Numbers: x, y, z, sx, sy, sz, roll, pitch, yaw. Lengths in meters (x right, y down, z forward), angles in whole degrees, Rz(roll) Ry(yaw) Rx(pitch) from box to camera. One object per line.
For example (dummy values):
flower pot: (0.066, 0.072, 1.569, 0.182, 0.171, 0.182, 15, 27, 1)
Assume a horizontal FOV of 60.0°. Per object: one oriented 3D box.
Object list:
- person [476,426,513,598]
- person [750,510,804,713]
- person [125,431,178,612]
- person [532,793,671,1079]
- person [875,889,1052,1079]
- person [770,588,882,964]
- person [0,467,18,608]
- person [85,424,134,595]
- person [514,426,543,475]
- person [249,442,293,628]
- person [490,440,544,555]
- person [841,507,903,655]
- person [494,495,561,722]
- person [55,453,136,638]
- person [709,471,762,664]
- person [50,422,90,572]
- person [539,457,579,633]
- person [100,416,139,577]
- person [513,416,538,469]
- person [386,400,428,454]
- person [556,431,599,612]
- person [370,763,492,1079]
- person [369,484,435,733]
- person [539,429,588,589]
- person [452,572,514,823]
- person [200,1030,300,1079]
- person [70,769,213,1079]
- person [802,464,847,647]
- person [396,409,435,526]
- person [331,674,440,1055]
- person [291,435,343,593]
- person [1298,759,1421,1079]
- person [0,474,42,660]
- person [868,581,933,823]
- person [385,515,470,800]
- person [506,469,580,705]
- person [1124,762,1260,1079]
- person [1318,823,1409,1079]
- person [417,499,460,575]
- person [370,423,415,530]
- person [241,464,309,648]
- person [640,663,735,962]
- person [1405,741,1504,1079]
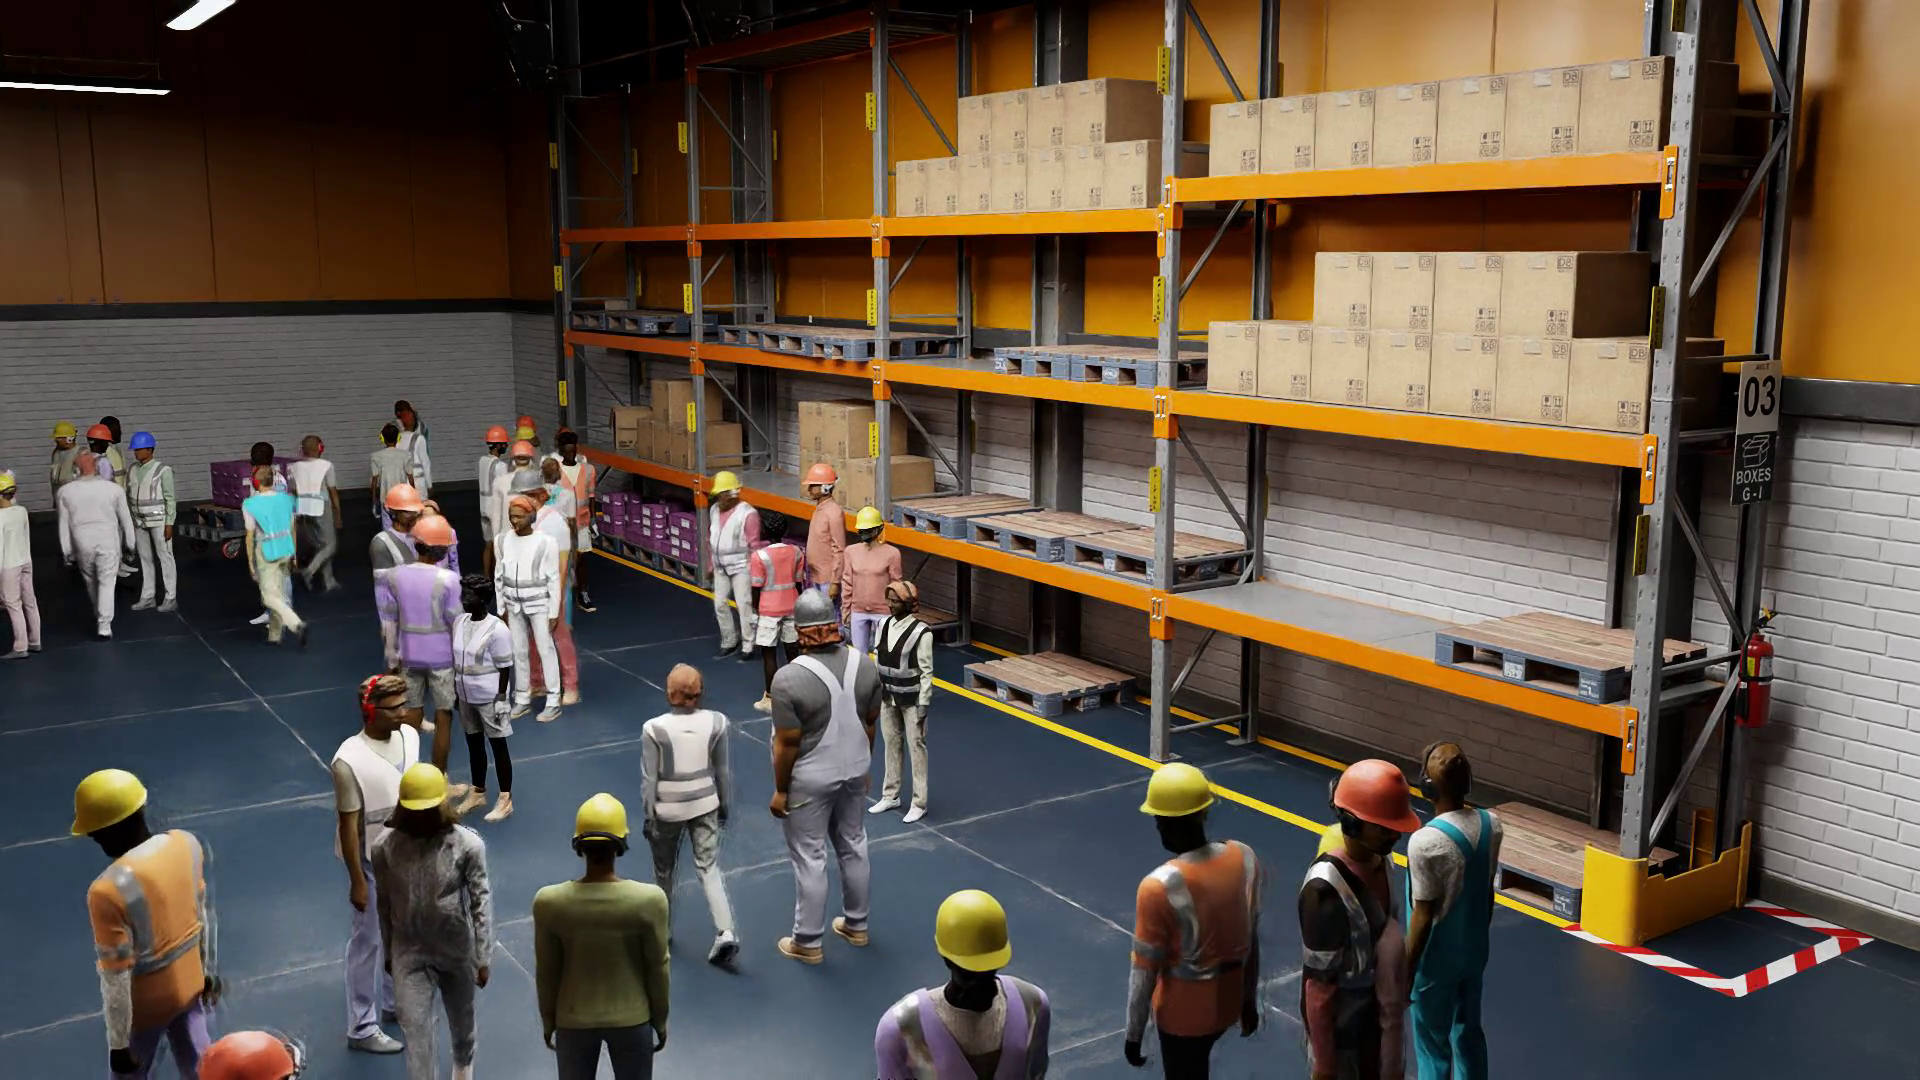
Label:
person: (-5.163, -0.312, 18.594, 0.381, 1.934, 0.546, -9, 13, -43)
person: (-1.529, 0.597, 13.946, 0.536, 1.693, 0.319, -9, 13, -43)
person: (-8.686, -0.198, 17.853, 0.605, 1.948, 0.391, 3, 10, 16)
person: (-1.376, 1.842, 6.438, 0.516, 1.758, 0.336, -1, 10, -6)
person: (0.030, 1.984, 5.106, 0.590, 1.926, 0.388, -5, 11, -25)
person: (-0.784, 1.257, 9.038, 0.684, 2.000, 0.536, -8, 13, -41)
person: (-10.415, -0.147, 17.807, 0.588, 1.865, 0.662, -2, 10, -14)
person: (-9.649, -0.339, 18.737, 0.542, 1.929, 0.368, 5, 11, 29)
person: (-5.297, -0.563, 20.659, 0.390, 1.728, 0.538, 0, 10, 2)
person: (-7.097, -0.058, 17.121, 0.591, 1.918, 0.392, 8, 13, 41)
person: (-4.399, -0.019, 16.761, 0.641, 1.960, 0.762, -3, 10, -17)
person: (-0.732, 0.599, 13.707, 0.534, 1.767, 0.319, 3, 10, 17)
person: (-3.529, 0.562, 13.623, 0.570, 1.877, 0.354, 3, 10, 17)
person: (-8.683, 0.043, 16.763, 0.671, 1.842, 1.062, -4, 10, -20)
person: (-2.123, 0.248, 15.591, 0.614, 1.828, 0.404, 7, 12, 35)
person: (-10.743, -0.525, 20.120, 0.600, 1.826, 0.404, 3, 10, 15)
person: (-4.067, 0.082, 16.576, 0.544, 1.817, 0.683, -1, 10, -7)
person: (-10.112, -0.522, 19.838, 0.375, 1.917, 0.598, -2, 10, -9)
person: (-5.605, -0.737, 21.584, 0.335, 1.749, 0.575, 0, 10, -1)
person: (-7.631, -1.008, 22.917, 0.429, 1.842, 0.630, 8, 13, 40)
person: (-4.150, -0.189, 17.748, 0.609, 1.965, 0.362, -6, 12, -33)
person: (-2.270, 1.742, 7.218, 0.496, 1.698, 0.897, -2, 10, -10)
person: (-4.339, 0.567, 13.086, 0.390, 2.040, 0.614, 3, 10, 17)
person: (-4.597, -0.389, 19.341, 0.589, 1.832, 1.026, -6, 11, -32)
person: (-3.233, 1.055, 11.233, 0.535, 1.697, 0.318, 6, 11, 32)
person: (-1.823, 2.165, 4.628, 0.583, 1.721, 0.407, 1, 10, 5)
person: (-3.116, 1.774, 6.527, 0.907, 1.872, 0.635, 2, 10, 13)
person: (-1.194, 0.314, 14.705, 0.386, 1.992, 0.625, -4, 10, -20)
person: (-6.966, -0.724, 21.149, 0.610, 1.879, 0.498, 6, 11, 31)
person: (-2.795, 1.535, 8.018, 0.387, 1.835, 0.562, 3, 10, 15)
person: (-7.242, -0.269, 18.672, 0.618, 1.805, 0.652, 4, 10, 20)
person: (1.454, 1.770, 6.083, 0.409, 2.028, 0.617, 7, 12, 34)
person: (-8.989, 0.253, 15.737, 0.331, 1.768, 0.526, 1, 10, 4)
person: (-0.390, 1.081, 11.247, 0.512, 1.641, 0.307, 8, 13, 40)
person: (-3.730, 0.840, 11.609, 0.711, 2.020, 0.384, 3, 10, 17)
person: (-3.580, 0.385, 14.161, 0.710, 2.000, 0.607, 8, 13, 40)
person: (0.851, 1.772, 6.415, 0.607, 1.899, 0.623, -7, 12, -37)
person: (1.452, 1.894, 6.151, 0.374, 1.755, 0.559, -3, 10, -17)
person: (-4.770, 0.443, 15.003, 0.523, 1.636, 0.310, -6, 11, -31)
person: (-6.652, -0.439, 19.548, 0.507, 1.861, 0.327, -3, 10, -19)
person: (-6.573, 0.177, 16.044, 0.727, 1.823, 0.578, 5, 11, 26)
person: (-1.471, 1.475, 9.054, 0.524, 1.602, 0.793, -5, 11, -29)
person: (1.995, 1.729, 6.859, 0.506, 1.841, 0.345, -6, 12, -33)
